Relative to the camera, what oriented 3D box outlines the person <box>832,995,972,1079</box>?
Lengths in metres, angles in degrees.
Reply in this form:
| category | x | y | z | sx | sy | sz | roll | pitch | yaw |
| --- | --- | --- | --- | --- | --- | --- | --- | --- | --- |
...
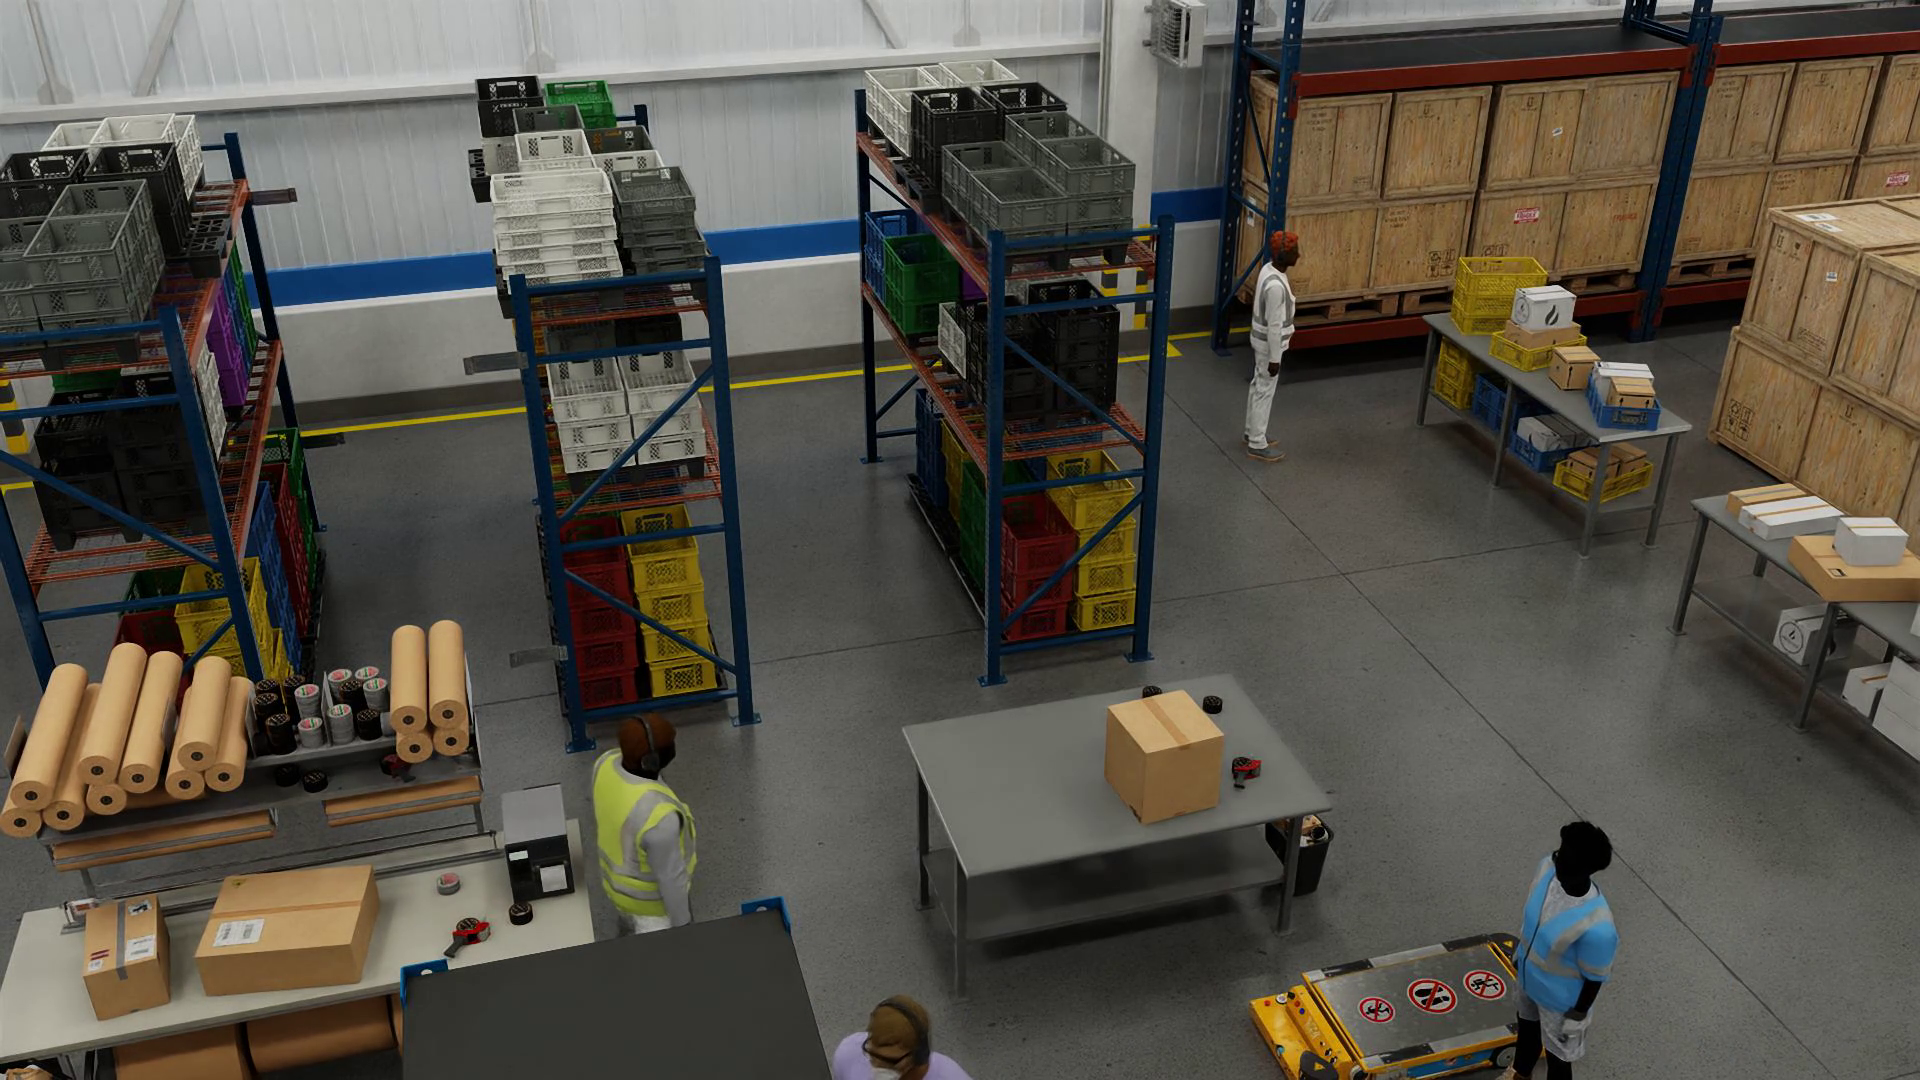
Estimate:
| category | x | y | z | sx | sy | sz | roll | pitch | yaw |
| --- | --- | --- | --- | --- | --- | --- | --- | --- | --- |
| person | -0.193 | 2.390 | 6.065 | 0.635 | 1.937 | 0.352 | 14 | 32 | 24 |

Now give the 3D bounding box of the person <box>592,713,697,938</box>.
| category | x | y | z | sx | sy | sz | roll | pitch | yaw |
| --- | --- | --- | --- | --- | --- | --- | --- | --- | --- |
| person | -1.412 | 1.588 | 7.648 | 0.432 | 1.830 | 0.638 | -19 | 34 | -31 |

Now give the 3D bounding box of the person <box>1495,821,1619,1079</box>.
| category | x | y | z | sx | sy | sz | roll | pitch | yaw |
| --- | --- | --- | --- | --- | --- | --- | --- | --- | --- |
| person | 2.553 | 1.911 | 7.181 | 0.317 | 1.700 | 0.539 | -6 | 29 | -11 |

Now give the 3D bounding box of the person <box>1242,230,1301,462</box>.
| category | x | y | z | sx | sy | sz | roll | pitch | yaw |
| --- | --- | --- | --- | --- | --- | --- | --- | --- | --- |
| person | 2.490 | -1.559 | 13.306 | 0.339 | 1.882 | 0.584 | 2 | 29 | 4 |

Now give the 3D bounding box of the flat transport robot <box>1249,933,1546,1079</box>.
| category | x | y | z | sx | sy | sz | roll | pitch | yaw |
| --- | --- | --- | --- | --- | --- | --- | --- | --- | --- |
| flat transport robot | 2.184 | 2.282 | 7.980 | 1.431 | 0.197 | 0.652 | -8 | 30 | -14 |
